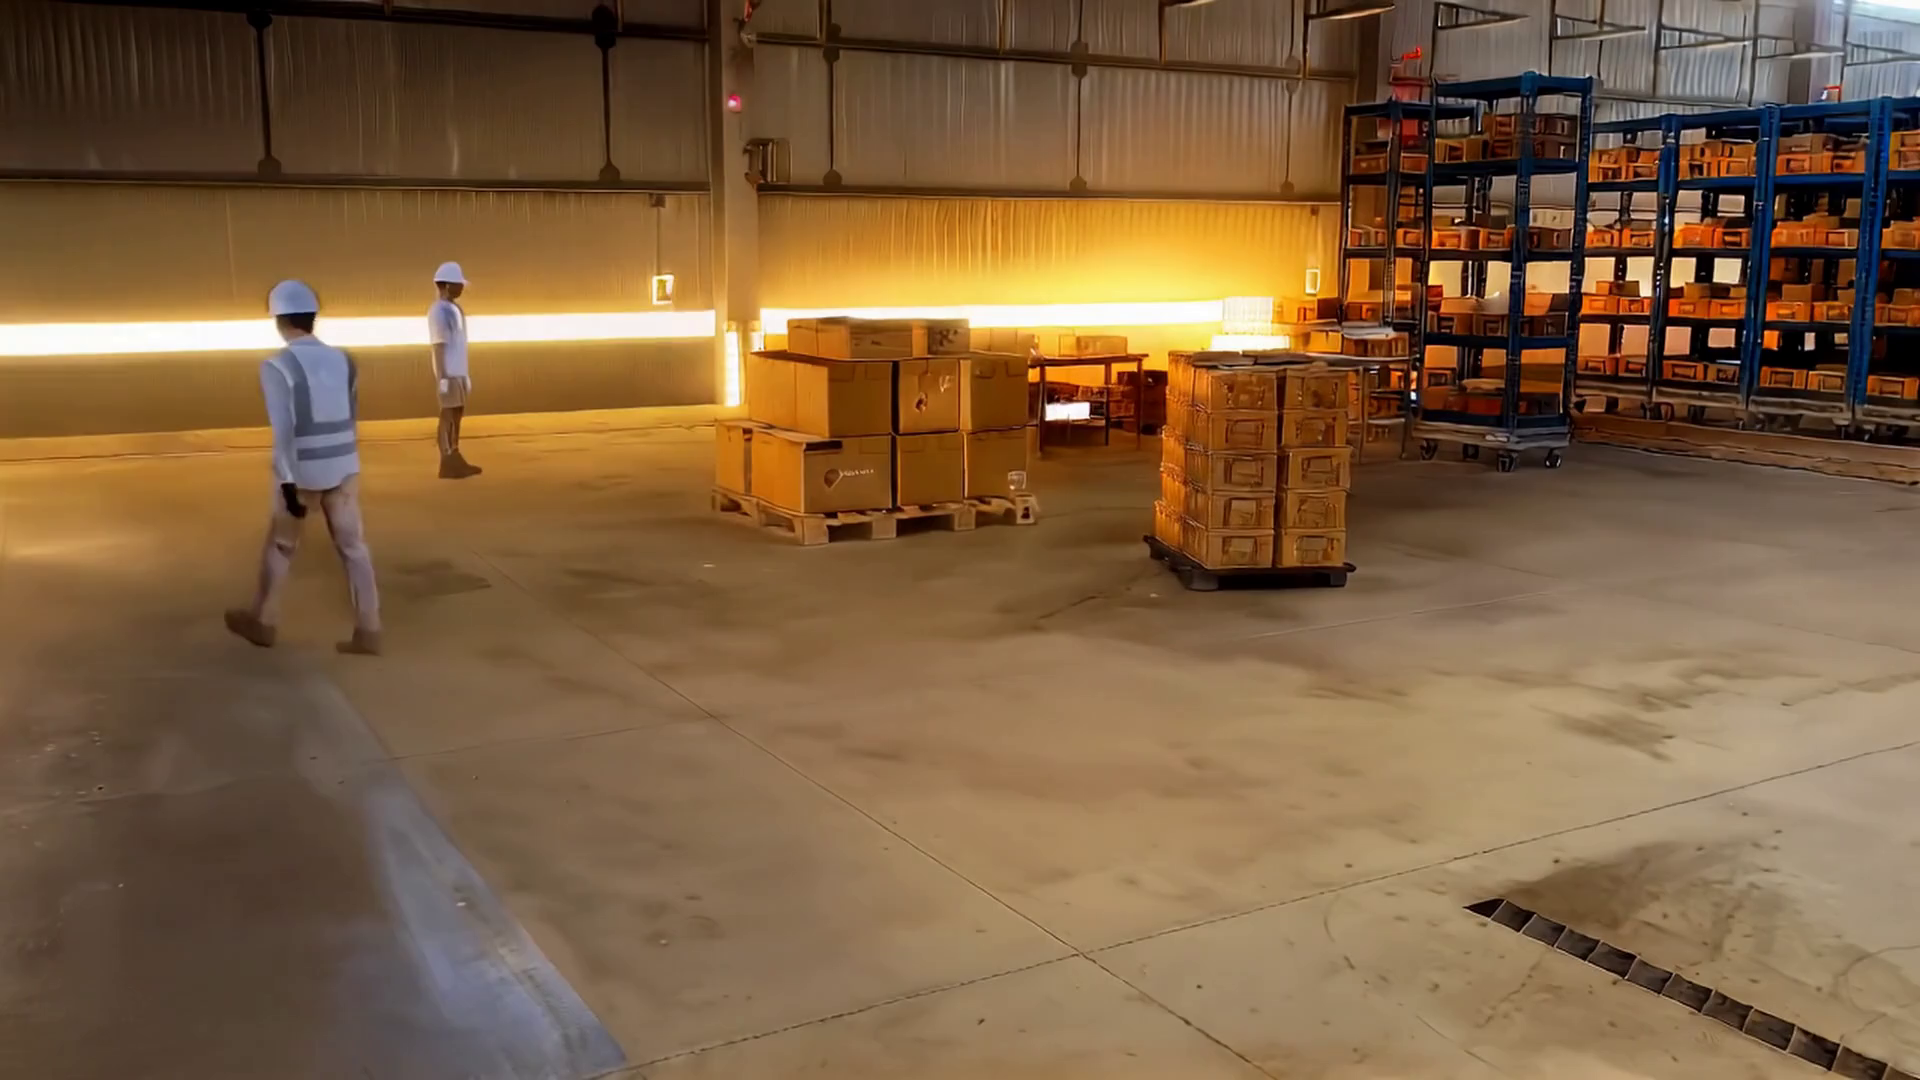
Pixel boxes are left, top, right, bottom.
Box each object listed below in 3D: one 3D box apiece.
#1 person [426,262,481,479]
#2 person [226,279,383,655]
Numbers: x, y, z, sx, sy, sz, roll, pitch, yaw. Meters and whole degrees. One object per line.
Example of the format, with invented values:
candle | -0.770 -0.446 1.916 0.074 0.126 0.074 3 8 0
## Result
person | -4.548 -1.523 14.966 0.358 1.936 0.552 1 10 5
person | -3.372 -0.365 8.504 0.977 1.899 0.615 6 11 29
